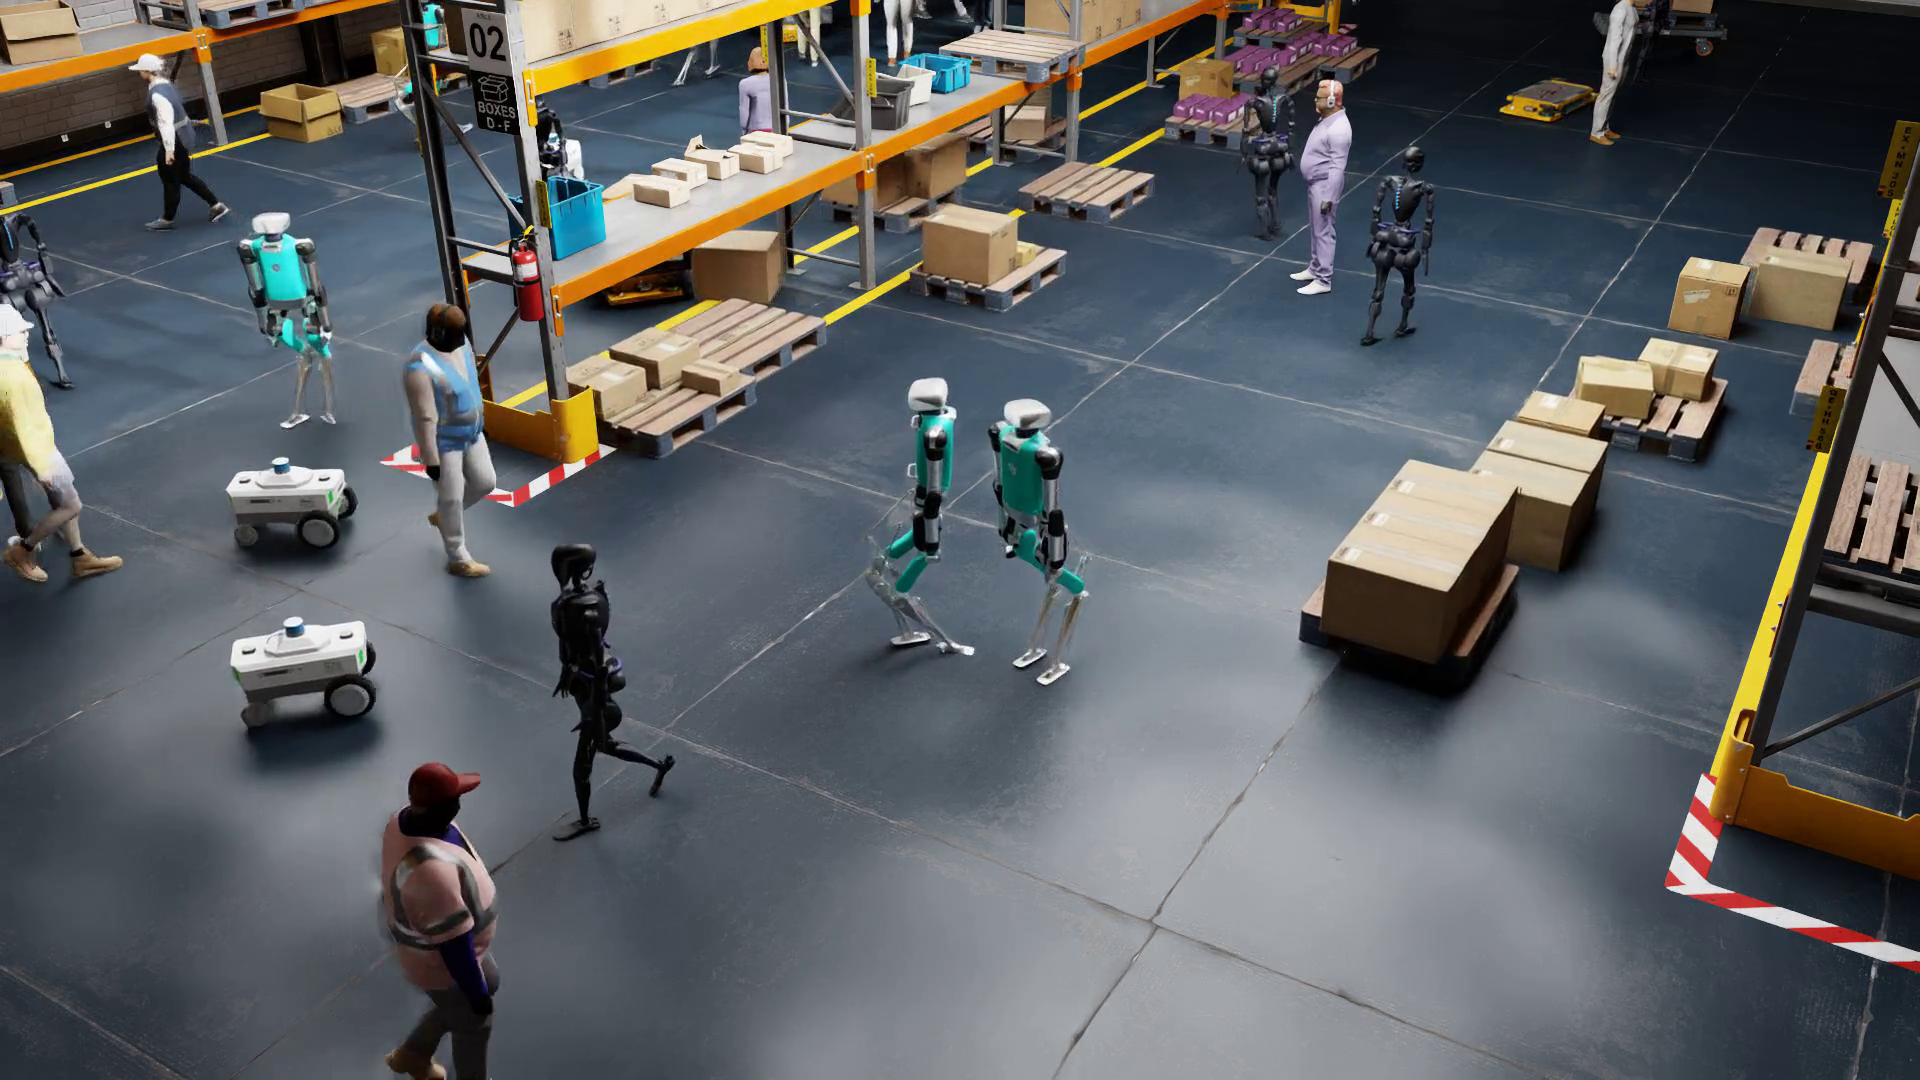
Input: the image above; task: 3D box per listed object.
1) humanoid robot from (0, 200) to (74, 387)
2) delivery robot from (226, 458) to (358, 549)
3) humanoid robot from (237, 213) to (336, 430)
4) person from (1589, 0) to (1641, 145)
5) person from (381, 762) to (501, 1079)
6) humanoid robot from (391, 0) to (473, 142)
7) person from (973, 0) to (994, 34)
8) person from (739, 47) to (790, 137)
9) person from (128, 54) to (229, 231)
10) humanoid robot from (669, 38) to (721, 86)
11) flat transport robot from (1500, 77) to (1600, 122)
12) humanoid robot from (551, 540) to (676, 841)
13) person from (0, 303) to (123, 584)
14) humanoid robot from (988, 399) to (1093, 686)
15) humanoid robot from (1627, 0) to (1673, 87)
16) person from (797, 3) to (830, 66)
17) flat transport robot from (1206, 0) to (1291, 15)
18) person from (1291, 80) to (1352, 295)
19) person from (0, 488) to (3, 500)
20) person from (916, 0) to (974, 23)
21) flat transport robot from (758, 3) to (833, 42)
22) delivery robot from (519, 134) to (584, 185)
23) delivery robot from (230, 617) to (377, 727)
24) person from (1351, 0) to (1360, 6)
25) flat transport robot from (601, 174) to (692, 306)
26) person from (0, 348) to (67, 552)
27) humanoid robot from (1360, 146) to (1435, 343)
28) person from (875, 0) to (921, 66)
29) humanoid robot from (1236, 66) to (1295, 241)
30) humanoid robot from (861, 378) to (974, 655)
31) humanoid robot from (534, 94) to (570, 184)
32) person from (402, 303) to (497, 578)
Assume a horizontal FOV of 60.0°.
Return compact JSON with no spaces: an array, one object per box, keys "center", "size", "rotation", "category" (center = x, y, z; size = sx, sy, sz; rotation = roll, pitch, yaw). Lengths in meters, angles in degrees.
[{"center":[-7.437,-2.015,13.116],"size":[0.781,1.621,0.616],"rotation":[22,36,33],"category":"humanoid robot"},{"center":[-4.464,-0.257,11.123],"size":[0.815,0.612,0.499],"rotation":[-2,30,-3],"category":"delivery robot"},{"center":[-4.896,-1.650,12.364],"size":[0.550,1.758,0.770],"rotation":[-3,30,-5],"category":"humanoid robot"},{"center":[7.537,-5.504,19.028],"size":[0.355,1.895,0.580],"rotation":[18,34,29],"category":"person"},{"center":[-2.038,1.618,6.589],"size":[0.490,1.736,0.640],"rotation":[-11,31,-18],"category":"person"},{"center":[-6.087,-5.297,18.800],"size":[0.536,1.731,0.979],"rotation":[22,36,34],"category":"humanoid robot"},{"center":[0.357,-8.121,23.715],"size":[0.551,1.827,0.604],"rotation":[1,30,2],"category":"person"},{"center":[-1.987,-4.195,16.979],"size":[0.509,1.624,0.292],"rotation":[-6,30,-11],"category":"person"},{"center":[-7.781,-3.905,16.368],"size":[0.686,1.736,0.761],"rotation":[-9,31,-16],"category":"person"},{"center":[-3.410,-6.744,21.438],"size":[0.540,1.764,1.027],"rotation":[23,37,34],"category":"humanoid robot"},{"center":[7.315,-5.442,20.568],"size":[0.659,0.231,1.431],"rotation":[24,37,36],"category":"flat transport robot"},{"center":[-1.778,0.717,8.273],"size":[0.723,1.634,0.599],"rotation":[-15,33,-24],"category":"humanoid robot"},{"center":[-5.736,-0.559,10.300],"size":[0.547,1.876,0.501],"rotation":[-14,32,-23],"category":"person"},{"center":[0.526,-0.031,9.467],"size":[0.671,1.754,0.531],"rotation":[-21,36,-33],"category":"humanoid robot"},{"center":[8.926,-6.674,21.310],"size":[0.336,1.651,0.596],"rotation":[21,36,33],"category":"humanoid robot"},{"center":[-2.032,-7.338,22.445],"size":[0.581,1.720,0.772],"rotation":[-1,30,-2],"category":"person"},{"center":[4.387,-8.230,25.501],"size":[1.431,0.231,0.659],"rotation":[-4,30,-8],"category":"flat transport robot"},{"center":[3.220,-3.143,14.840],"size":[0.405,1.905,0.651],"rotation":[1,29,2],"category":"person"},{"center":[-6.929,-1.075,11.091],"size":[0.610,1.997,0.376],"rotation":[-13,32,-21],"category":"person"},{"center":[-0.264,-8.638,24.585],"size":[1.033,1.890,0.501],"rotation":[21,36,32],"category":"person"},{"center":[-2.490,-7.503,24.214],"size":[0.659,0.231,1.431],"rotation":[-5,30,-8],"category":"flat transport robot"},{"center":[-4.343,-4.010,17.763],"size":[0.499,0.612,0.813],"rotation":[8,30,13],"category":"delivery robot"},{"center":[-3.691,0.715,9.397],"size":[0.807,0.606,0.499],"rotation":[-9,31,-15],"category":"delivery robot"},{"center":[6.206,-9.199,25.753],"size":[0.569,1.703,0.868],"rotation":[15,33,25],"category":"person"},{"center":[-3.069,-2.523,15.404],"size":[0.659,0.231,1.431],"rotation":[-12,32,-20],"category":"flat transport robot"},{"center":[-6.169,-0.802,10.731],"size":[0.328,1.876,0.512],"rotation":[21,36,32],"category":"person"},{"center":[3.642,-2.455,13.871],"size":[0.596,1.642,0.628],"rotation":[25,38,37],"category":"humanoid robot"},{"center":[-0.818,-7.389,22.370],"size":[0.650,1.943,0.653],"rotation":[1,29,1],"category":"person"},{"center":[2.996,-3.742,16.139],"size":[0.594,1.650,0.382],"rotation":[-8,31,-14],"category":"humanoid robot"},{"center":[-0.298,-0.091,9.625],"size":[0.771,1.795,0.542],"rotation":[0,29,0],"category":"humanoid robot"},{"center":[-3.933,-3.570,15.828],"size":[0.611,1.642,0.340],"rotation":[14,32,23],"category":"humanoid robot"},{"center":[-3.239,-0.643,10.508],"size":[0.500,1.820,0.683],"rotation":[9,31,15],"category":"person"}]
